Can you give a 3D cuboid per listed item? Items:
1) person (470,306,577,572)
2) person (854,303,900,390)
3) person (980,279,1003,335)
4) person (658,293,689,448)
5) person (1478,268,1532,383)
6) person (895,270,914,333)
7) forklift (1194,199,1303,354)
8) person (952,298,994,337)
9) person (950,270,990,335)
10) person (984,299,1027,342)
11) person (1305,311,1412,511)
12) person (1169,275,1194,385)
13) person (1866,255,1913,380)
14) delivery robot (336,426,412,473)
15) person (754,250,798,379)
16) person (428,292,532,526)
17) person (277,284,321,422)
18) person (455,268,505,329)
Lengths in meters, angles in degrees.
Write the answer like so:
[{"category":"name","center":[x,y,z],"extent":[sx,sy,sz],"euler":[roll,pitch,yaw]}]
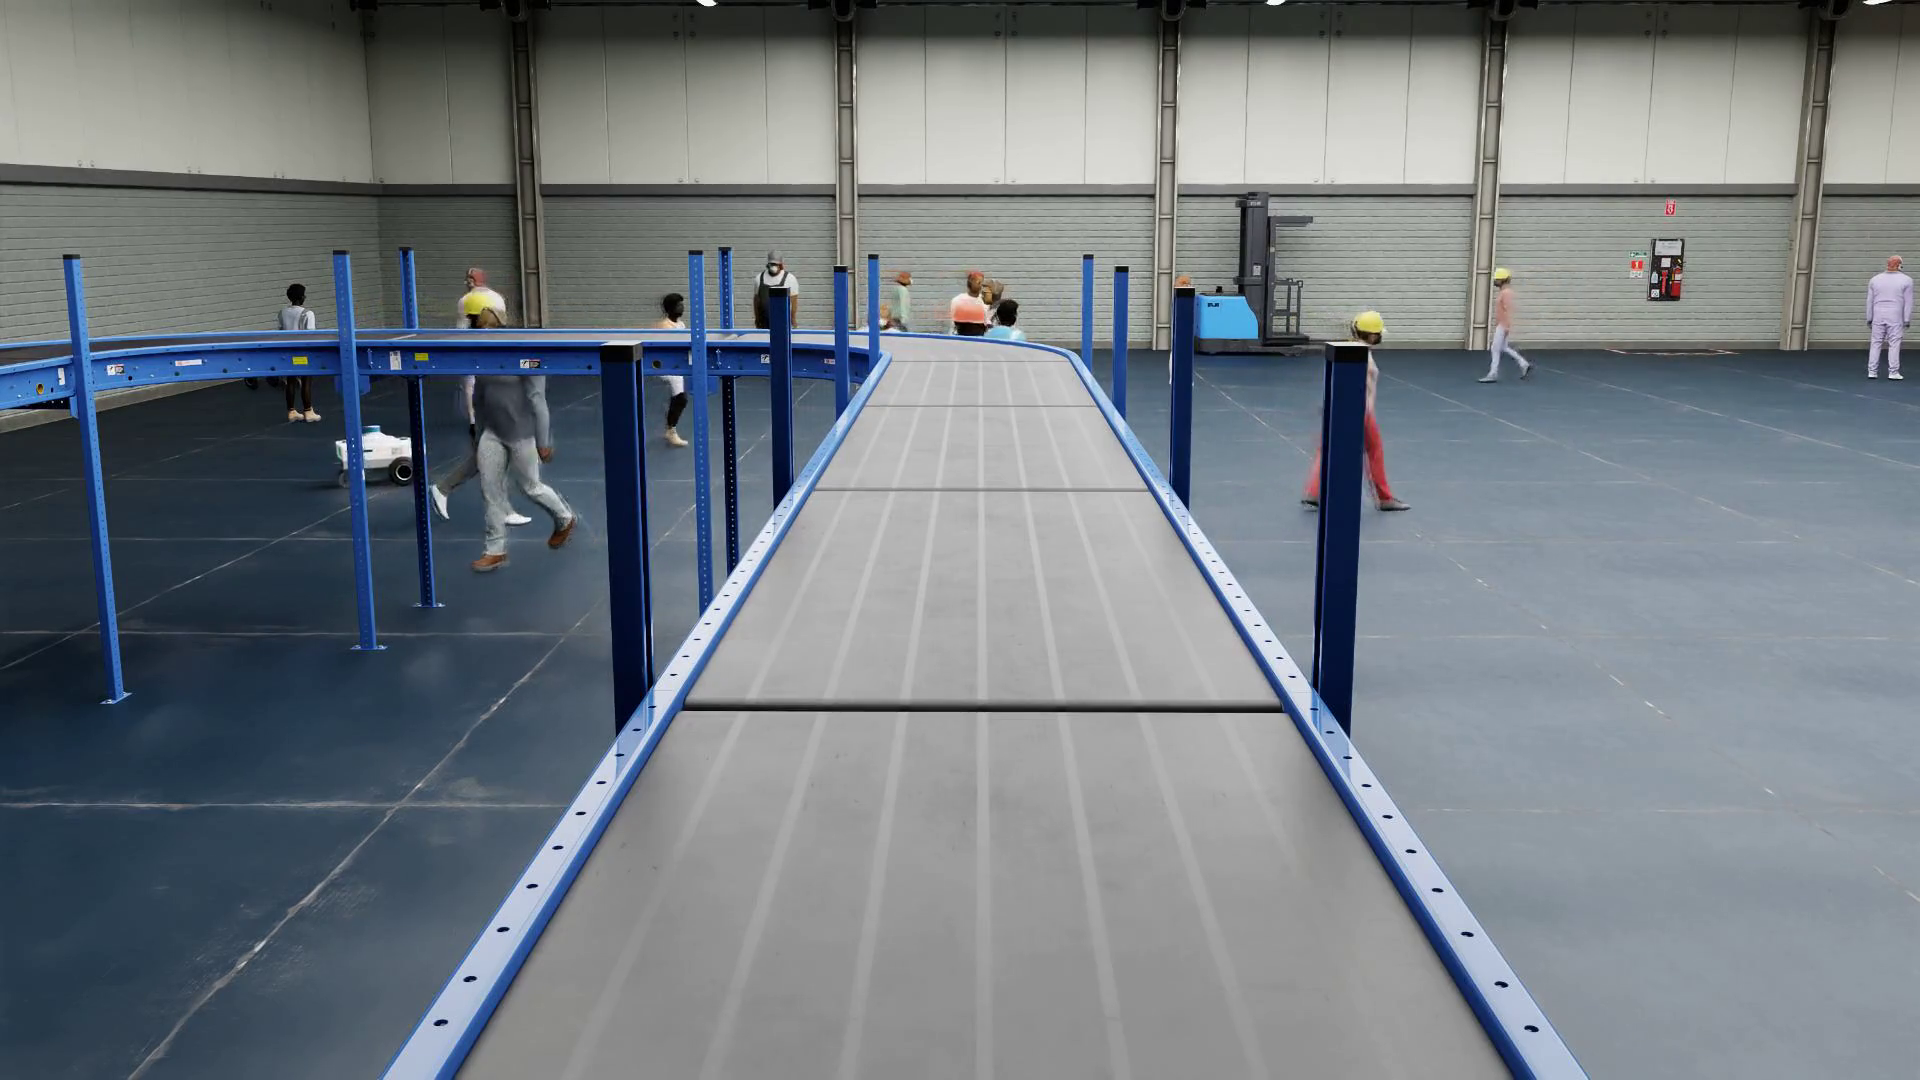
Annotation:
[{"category":"person","center":[-3.188,-0.758,12.041],"extent":[0.689,1.887,0.902],"euler":[6,12,26]},{"category":"person","center":[-0.860,-1.702,17.630],"extent":[0.514,1.591,0.814],"euler":[1,11,3]},{"category":"person","center":[0.373,-1.865,17.816],"extent":[0.325,1.843,0.516],"euler":[-4,12,-21]},{"category":"person","center":[-3.074,-1.843,18.117],"extent":[0.402,1.687,0.539],"euler":[2,11,8]},{"category":"person","center":[8.330,-3.263,25.284],"extent":[0.745,1.744,0.534],"euler":[1,11,7]},{"category":"person","center":[-0.838,-3.716,27.936],"extent":[0.801,1.592,0.523],"euler":[-2,11,-9]},{"category":"forklift","center":[5.313,-4.851,30.603],"extent":[1.873,2.768,1.129],"euler":[0,11,1]},{"category":"person","center":[0.129,-0.818,12.279],"extent":[0.872,1.900,0.568],"euler":[-2,11,-13]},{"category":"person","center":[0.209,-2.338,20.223],"extent":[0.604,1.850,0.811],"euler":[-6,13,-30]},{"category":"person","center":[0.524,-1.594,16.866],"extent":[0.754,1.667,0.538],"euler":[-10,15,-43]},{"category":"person","center":[3.400,-1.090,14.198],"extent":[0.897,1.716,0.544],"euler":[0,11,-2]},{"category":"person","center":[3.297,-3.117,24.792],"extent":[0.281,1.634,0.498],"euler":[-4,12,-19]},{"category":"person","center":[14.383,-3.439,25.746],"extent":[0.399,1.908,0.643],"euler":[-10,15,-42]},{"category":"delivery robot","center":[-5.527,-0.838,15.729],"extent":[0.707,0.478,0.477],"euler":[-4,12,-21]},{"category":"person","center":[-2.808,-3.400,25.308],"extent":[0.707,2.000,0.564],"euler":[2,11,8]},{"category":"person","center":[-3.960,-1.061,13.540],"extent":[0.781,1.905,0.590],"euler":[-1,11,-7]},{"category":"person","center":[-8.143,-2.308,20.494],"extent":[0.530,1.689,0.323],"euler":[3,11,15]},{"category":"person","center":[-5.864,-2.334,20.127],"extent":[0.876,1.873,0.667],"euler":[7,13,31]}]
